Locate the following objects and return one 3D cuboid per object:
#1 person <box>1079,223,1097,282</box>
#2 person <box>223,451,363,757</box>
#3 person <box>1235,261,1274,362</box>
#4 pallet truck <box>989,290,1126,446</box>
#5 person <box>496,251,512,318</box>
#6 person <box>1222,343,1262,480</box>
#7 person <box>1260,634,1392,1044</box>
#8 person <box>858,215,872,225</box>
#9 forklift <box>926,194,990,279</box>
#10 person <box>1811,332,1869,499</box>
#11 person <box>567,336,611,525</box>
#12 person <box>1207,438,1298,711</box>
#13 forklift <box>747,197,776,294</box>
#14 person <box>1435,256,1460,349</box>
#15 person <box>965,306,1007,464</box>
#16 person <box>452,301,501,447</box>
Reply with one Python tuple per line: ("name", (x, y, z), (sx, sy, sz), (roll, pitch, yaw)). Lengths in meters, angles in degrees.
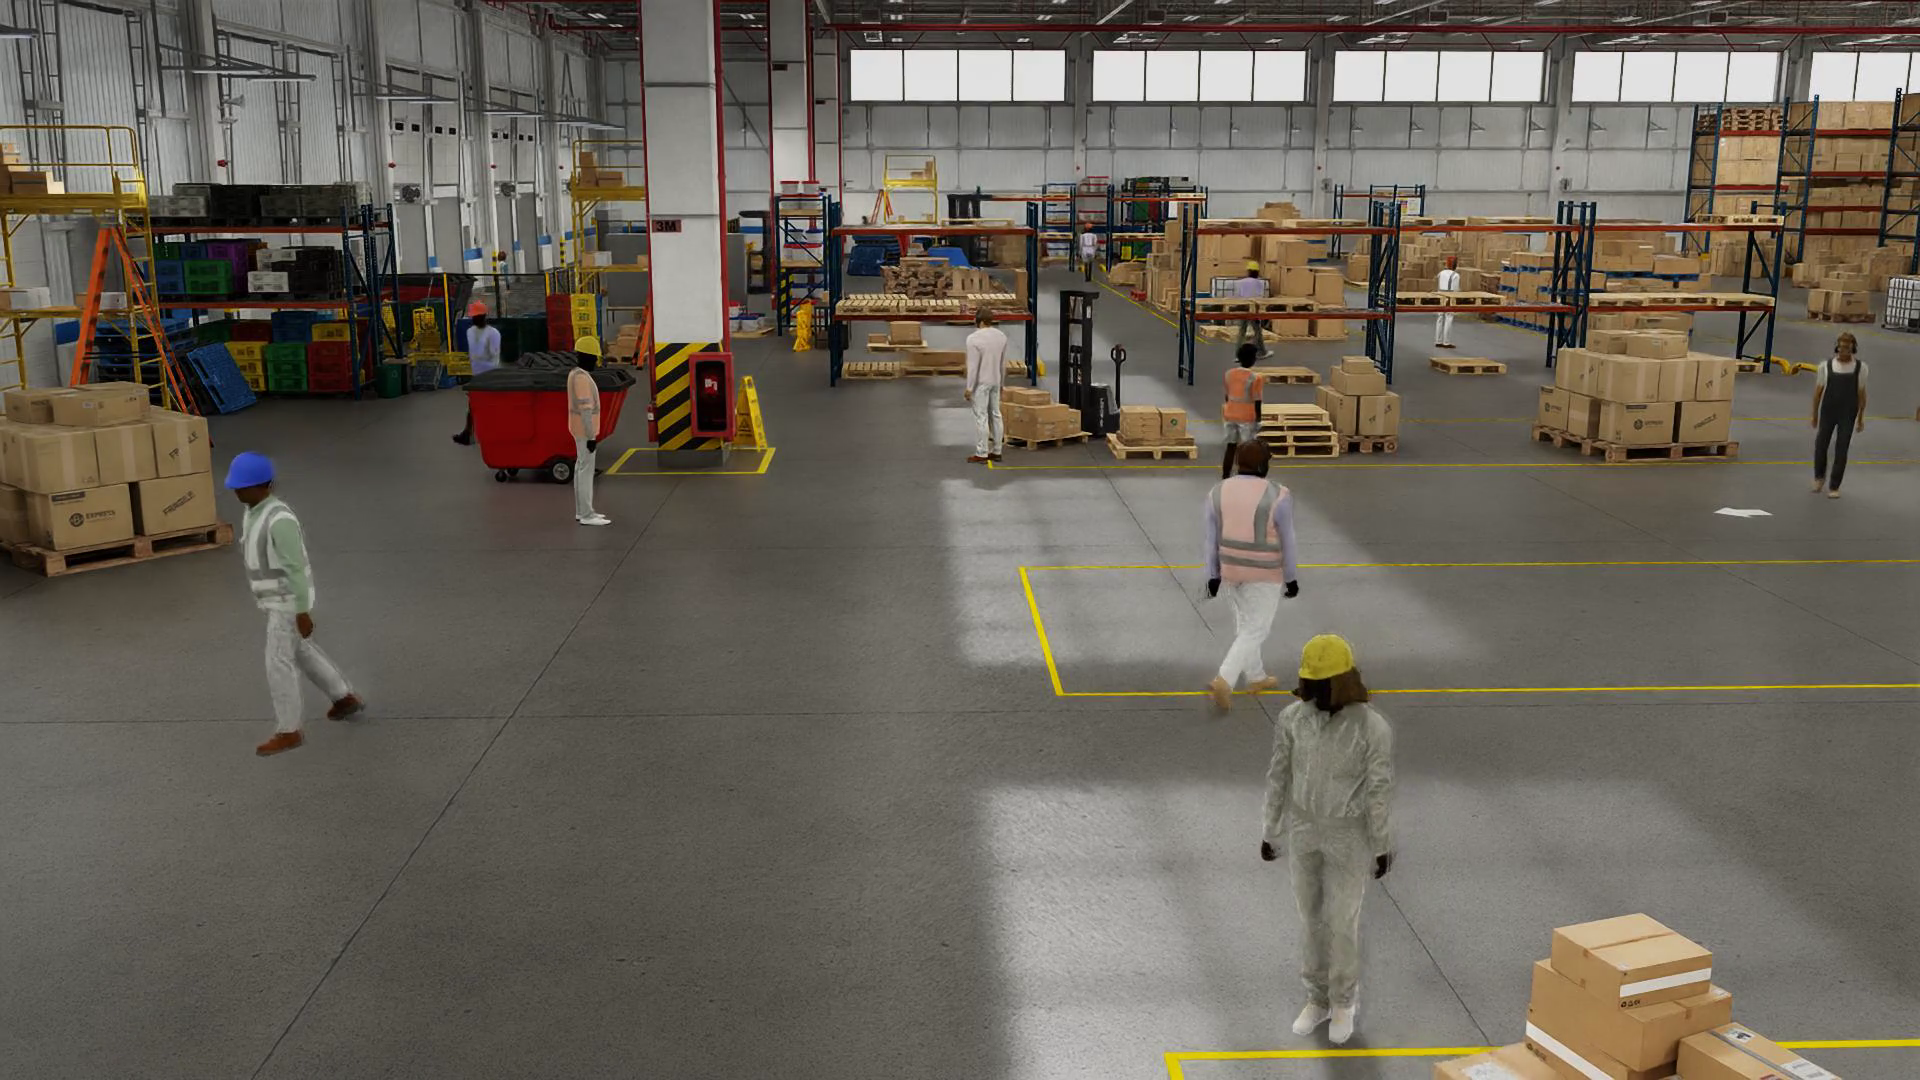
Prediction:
("person", (4.188, -9.415, 54.501), (0.565, 1.883, 0.984), (0, 12, 1))
("person", (-4.129, 0.354, 10.363), (0.781, 1.912, 0.639), (-9, 16, -36))
("person", (5.557, -4.319, 31.488), (0.958, 1.876, 0.616), (-10, 16, -39))
("pallet truck", (1.257, -2.299, 22.111), (1.885, 1.965, 0.823), (-9, 15, -35))
("person", (-11.223, -6.260, 40.836), (0.313, 1.634, 0.515), (-10, 16, -38))
("person", (3.143, -1.344, 18.518), (0.320, 1.685, 0.537), (-12, 17, -42))
("person", (1.480, 1.223, 6.807), (0.519, 1.727, 0.431), (9, 16, 36))
("person", (-3.632, -11.570, 64.171), (0.633, 1.920, 0.678), (6, 14, 25))
("forklift", (-0.083, -9.951, 54.651), (1.873, 2.768, 1.129), (-7, 14, -30))
("person", (9.643, -1.356, 18.240), (0.516, 1.835, 0.396), (6, 14, 25))
("person", (-3.789, -1.109, 16.916), (0.374, 1.920, 0.585), (-5, 13, -20))
("person", (1.918, 0.226, 11.144), (0.862, 1.818, 0.621), (-12, 17, -43))
("forklift", (-5.349, -8.612, 48.604), (1.873, 2.768, 1.129), (0, 12, -2))
("person", (9.901, -4.812, 33.745), (0.350, 1.878, 0.567), (-6, 14, -25))
("person", (0.311, -1.900, 20.444), (0.633, 1.938, 0.356), (-12, 17, -42))
("person", (-6.271, -2.165, 21.749), (0.572, 1.884, 0.972), (5, 14, 23))
